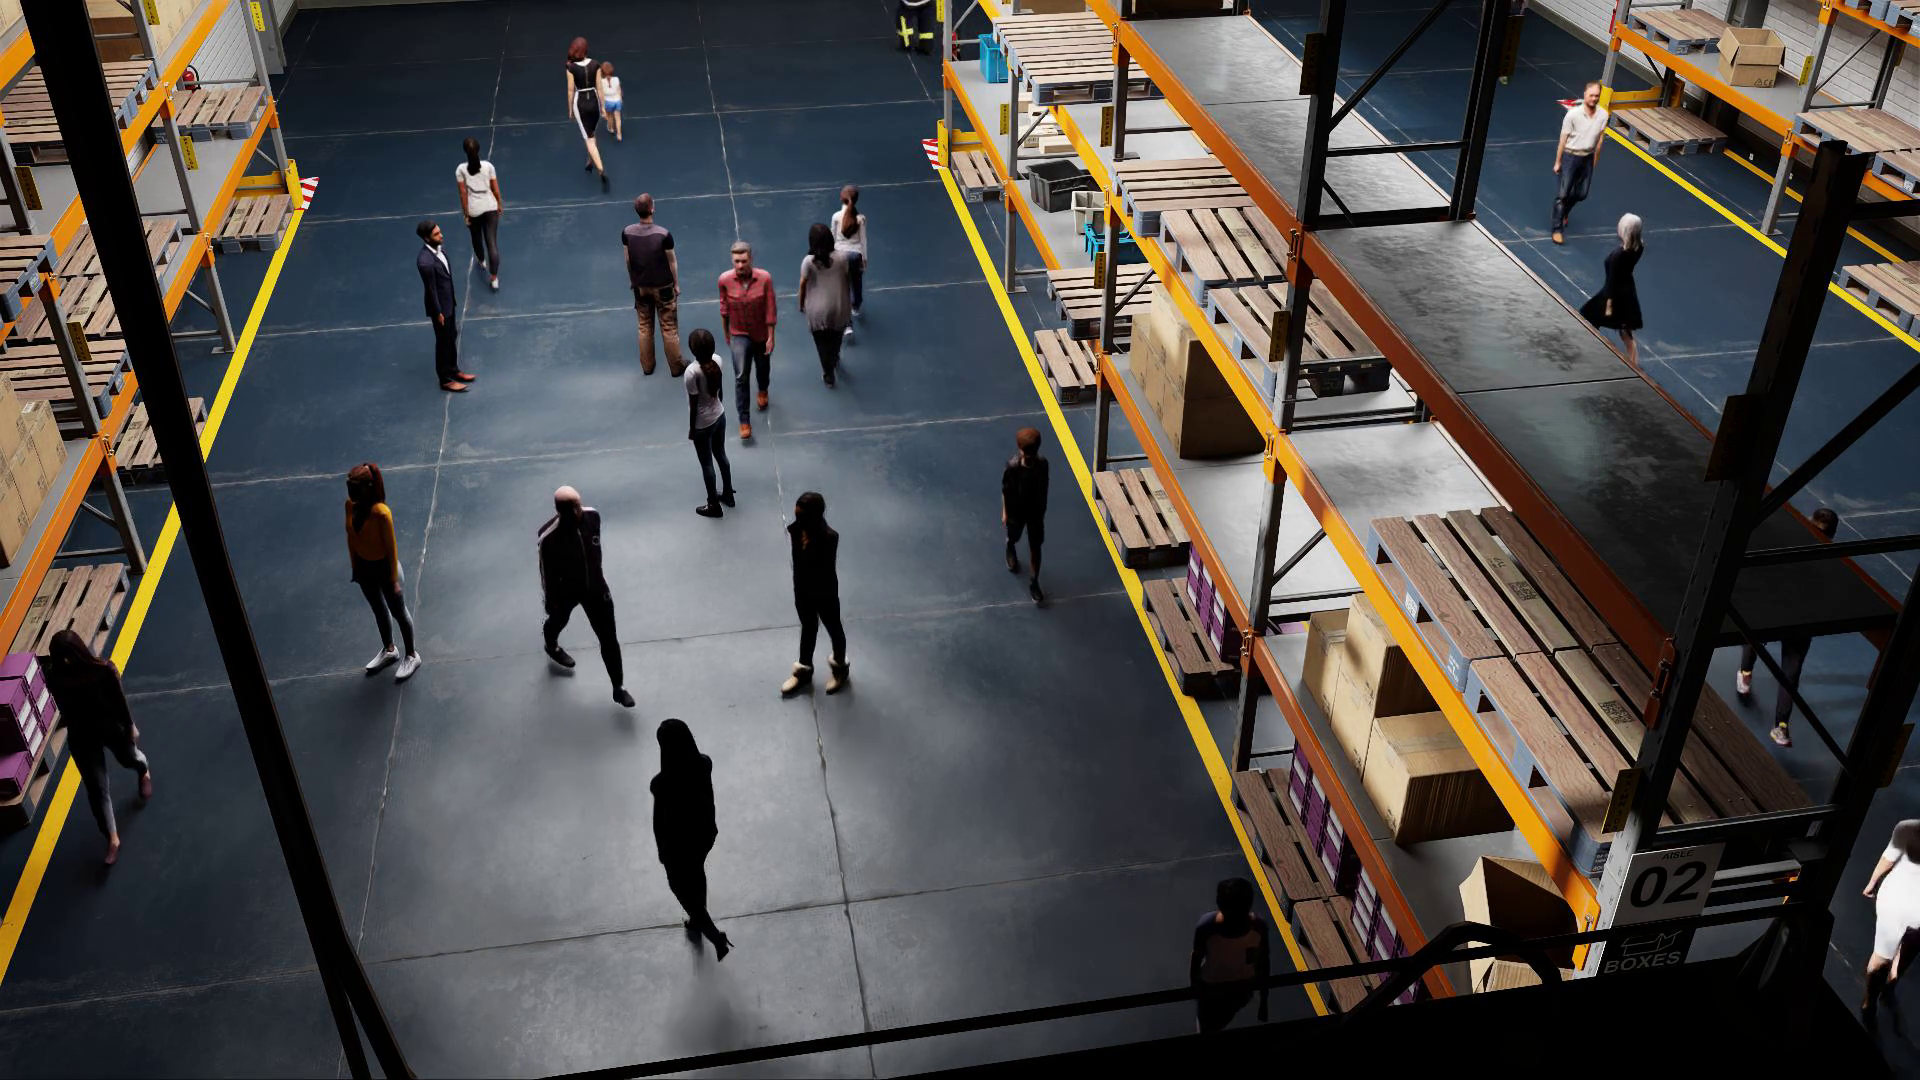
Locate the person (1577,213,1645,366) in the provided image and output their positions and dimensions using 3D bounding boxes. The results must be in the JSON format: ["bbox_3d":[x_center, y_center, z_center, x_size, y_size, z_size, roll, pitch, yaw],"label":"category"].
[{"bbox_3d":[6.312,-2.217,15.826,0.951,1.688,1.249,-21,39,-28],"label":"person"}]

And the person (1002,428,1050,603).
[{"bbox_3d":[0.501,-0.275,13.151,0.549,1.414,0.962,-5,34,-8],"label":"person"}]

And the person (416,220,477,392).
[{"bbox_3d":[-4.951,-2.245,15.835,0.727,1.724,0.552,2,34,2],"label":"person"}]

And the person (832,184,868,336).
[{"bbox_3d":[-1.132,-2.812,16.873,0.520,1.520,1.089,-5,34,-7],"label":"person"}]

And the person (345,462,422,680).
[{"bbox_3d":[-4.229,0.214,12.112,0.683,1.751,0.723,14,36,20],"label":"person"}]

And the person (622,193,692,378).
[{"bbox_3d":[-2.965,-2.460,16.055,0.762,1.839,0.736,7,34,11],"label":"person"}]

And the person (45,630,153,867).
[{"bbox_3d":[-5.531,1.227,10.755,0.652,1.565,1.108,-9,35,-13],"label":"person"}]

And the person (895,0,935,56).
[{"bbox_3d":[-0.563,-8.112,24.452,1.032,1.956,0.974,24,40,31],"label":"person"}]

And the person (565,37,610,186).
[{"bbox_3d":[-4.499,-5.157,20.186,0.843,1.758,1.165,-18,37,-25],"label":"person"}]

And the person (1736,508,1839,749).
[{"bbox_3d":[5.786,0.503,11.712,0.961,1.712,1.262,7,34,11],"label":"person"}]

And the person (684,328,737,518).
[{"bbox_3d":[-2.114,-0.994,13.958,0.728,1.719,0.653,18,38,25],"label":"person"}]

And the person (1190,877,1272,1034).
[{"bbox_3d":[1.441,2.361,9.080,0.588,1.530,0.962,-4,34,-6],"label":"person"}]

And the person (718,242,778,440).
[{"bbox_3d":[-1.912,-1.929,15.305,0.719,1.785,1.182,-3,34,-5],"label":"person"}]

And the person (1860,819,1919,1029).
[{"bbox_3d":[5.332,2.089,9.307,0.760,1.732,0.820,15,36,21],"label":"person"}]

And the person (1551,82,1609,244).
[{"bbox_3d":[6.966,-4.334,18.873,0.783,1.840,0.928,3,34,4],"label":"person"}]

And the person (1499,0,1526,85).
[{"bbox_3d":[7.753,-7.318,23.637,0.676,1.536,0.955,1,34,2],"label":"person"}]

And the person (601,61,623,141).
[{"bbox_3d":[-4.529,-5.718,21.716,0.501,0.998,0.741,-11,35,-17],"label":"person"}]

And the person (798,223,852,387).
[{"bbox_3d":[-1.269,-2.232,15.938,0.738,1.589,0.917,-11,35,-16],"label":"person"}]

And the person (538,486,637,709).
[{"bbox_3d":[-2.797,0.329,11.930,1.134,1.760,1.388,-28,43,-35],"label":"person"}]

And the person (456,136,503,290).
[{"bbox_3d":[-5.097,-3.467,17.780,0.712,1.605,1.068,-12,36,-18],"label":"person"}]

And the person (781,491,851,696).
[{"bbox_3d":[-1.009,0.337,11.996,0.774,1.674,0.834,13,36,18],"label":"person"}]

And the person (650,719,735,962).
[{"bbox_3d":[-1.544,1.798,9.758,0.810,1.719,0.948,-25,41,-32],"label":"person"}]
